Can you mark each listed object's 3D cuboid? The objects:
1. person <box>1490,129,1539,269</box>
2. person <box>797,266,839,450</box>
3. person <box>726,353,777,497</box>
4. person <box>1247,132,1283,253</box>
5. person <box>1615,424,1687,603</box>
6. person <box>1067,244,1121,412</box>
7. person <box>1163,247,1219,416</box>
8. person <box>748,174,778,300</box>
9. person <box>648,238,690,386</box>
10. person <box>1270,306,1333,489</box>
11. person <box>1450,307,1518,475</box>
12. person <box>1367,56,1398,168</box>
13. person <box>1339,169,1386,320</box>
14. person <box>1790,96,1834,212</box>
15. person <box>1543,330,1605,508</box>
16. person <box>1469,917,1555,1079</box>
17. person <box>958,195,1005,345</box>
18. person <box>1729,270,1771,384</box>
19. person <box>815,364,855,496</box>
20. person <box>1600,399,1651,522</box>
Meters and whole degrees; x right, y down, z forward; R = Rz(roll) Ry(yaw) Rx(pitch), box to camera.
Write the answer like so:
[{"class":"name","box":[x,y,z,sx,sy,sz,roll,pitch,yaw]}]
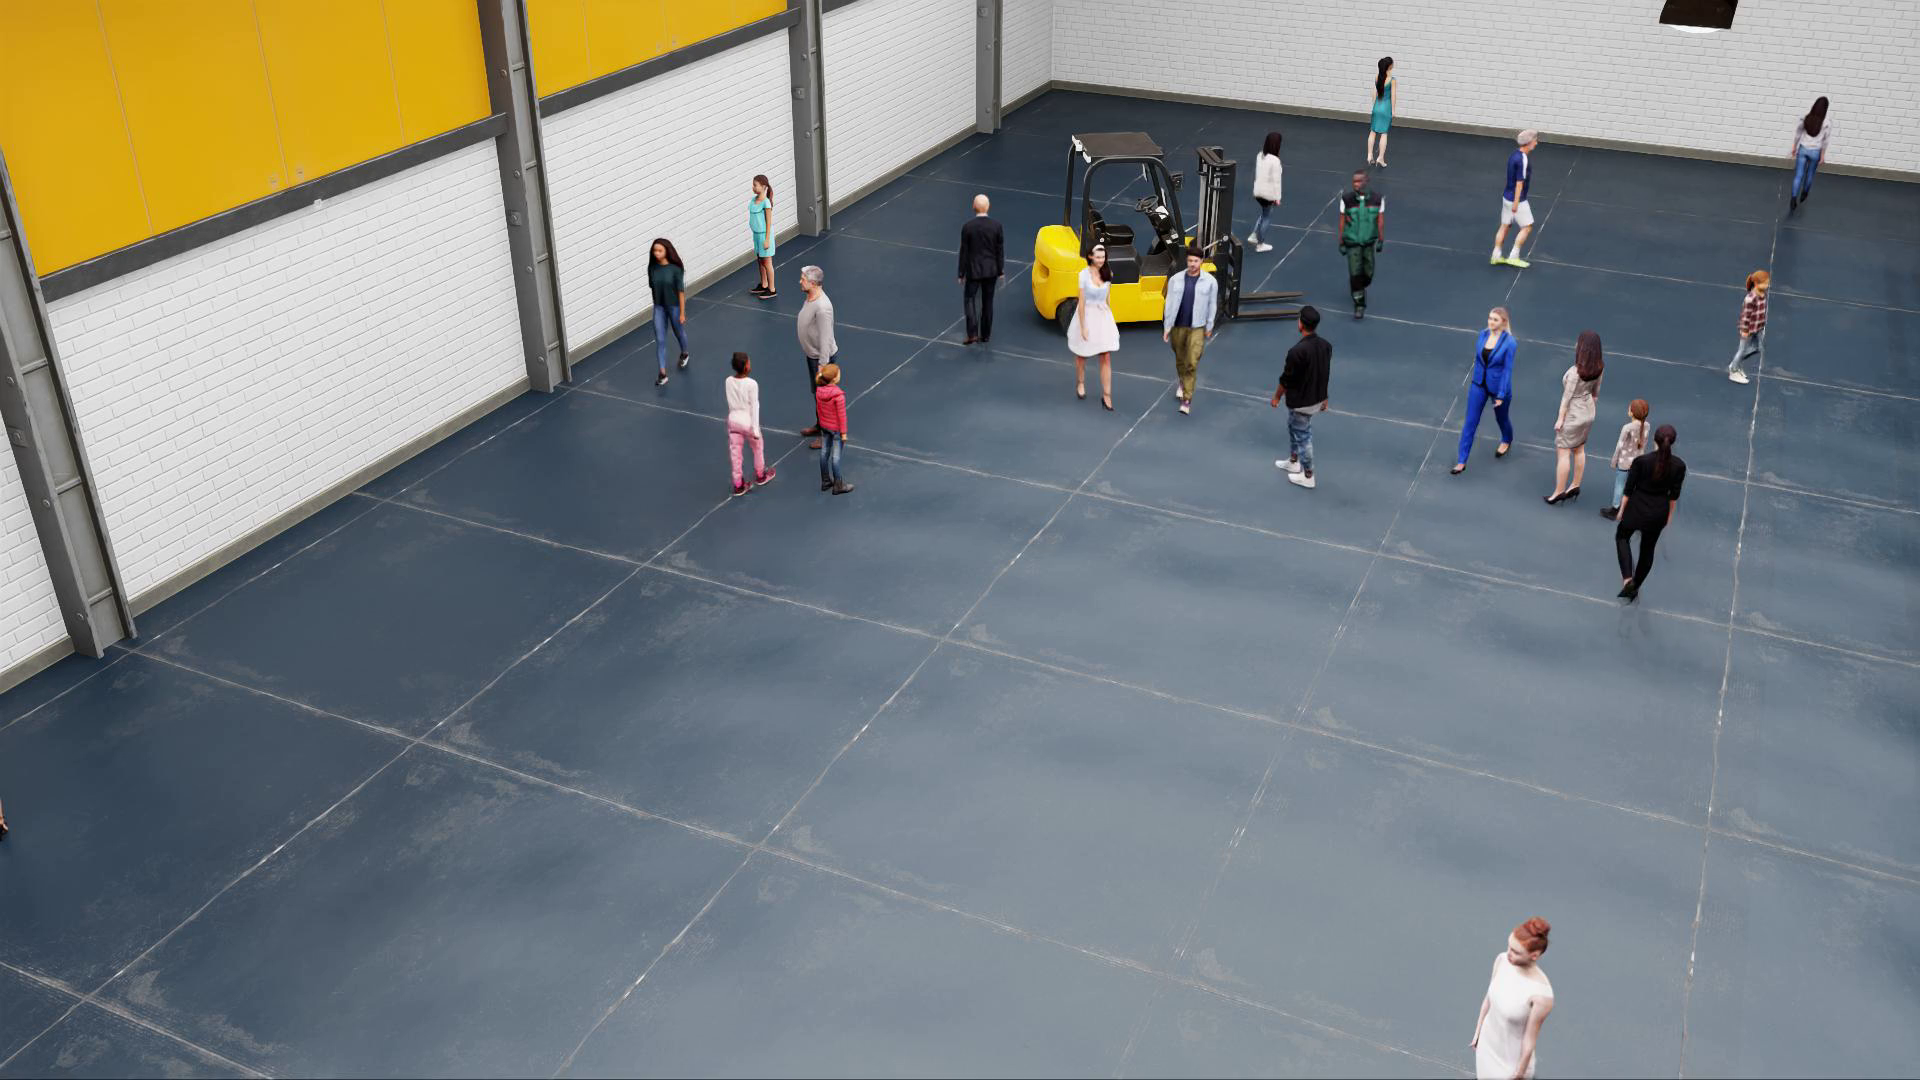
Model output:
[{"class":"person","box":[7.162,-4.448,21.681,0.837,1.821,0.758,-2,29,-3]},{"class":"person","box":[-1.426,-1.876,16.873,0.887,1.910,0.821,-9,30,-16]},{"class":"person","box":[-2.105,-1.096,15.942,0.561,1.432,0.752,14,32,24]},{"class":"person","box":[4.035,-4.626,22.215,0.803,1.623,0.762,-15,32,-25]},{"class":"person","box":[5.787,-0.169,14.019,0.692,1.646,0.742,5,29,9]},{"class":"person","box":[1.367,-2.318,17.811,1.049,1.788,1.137,-8,30,-14]},{"class":"person","box":[2.436,-2.273,17.754,0.766,1.763,1.183,9,30,16]},{"class":"person","box":[-2.463,-3.804,20.776,0.686,1.558,0.646,-16,33,-27]},{"class":"person","box":[-3.208,-2.590,18.537,0.760,1.571,1.134,6,29,11]},{"class":"person","box":[3.387,-1.332,16.007,0.864,1.784,0.912,-23,36,-36]},{"class":"person","box":[5.305,-1.490,16.432,0.865,1.655,1.246,25,37,38]},{"class":"person","box":[6.578,-6.679,25.913,0.592,1.686,0.618,-24,37,-37]},{"class":"person","box":[4.839,-3.607,20.151,0.906,1.809,1.031,0,29,0]},{"class":"person","box":[12.167,-5.510,23.874,0.681,1.586,1.056,16,33,27]},{"class":"person","box":[5.822,-1.143,15.704,0.627,1.743,0.733,-17,33,-28]},{"class":"person","box":[2.866,2.676,8.644,0.668,1.798,0.607,-10,30,-17]},{"class":"person","box":[0.256,-3.096,19.229,0.889,1.795,0.941,-3,29,-6]},{"class":"person","box":[8.708,-2.387,18.449,0.578,1.297,0.679,-22,35,-34]},{"class":"person","box":[-1.239,-1.079,16.030,0.564,1.317,0.571,25,37,37]},{"class":"person","box":[6.274,-0.754,15.566,0.544,1.192,0.600,-9,30,-16]}]
